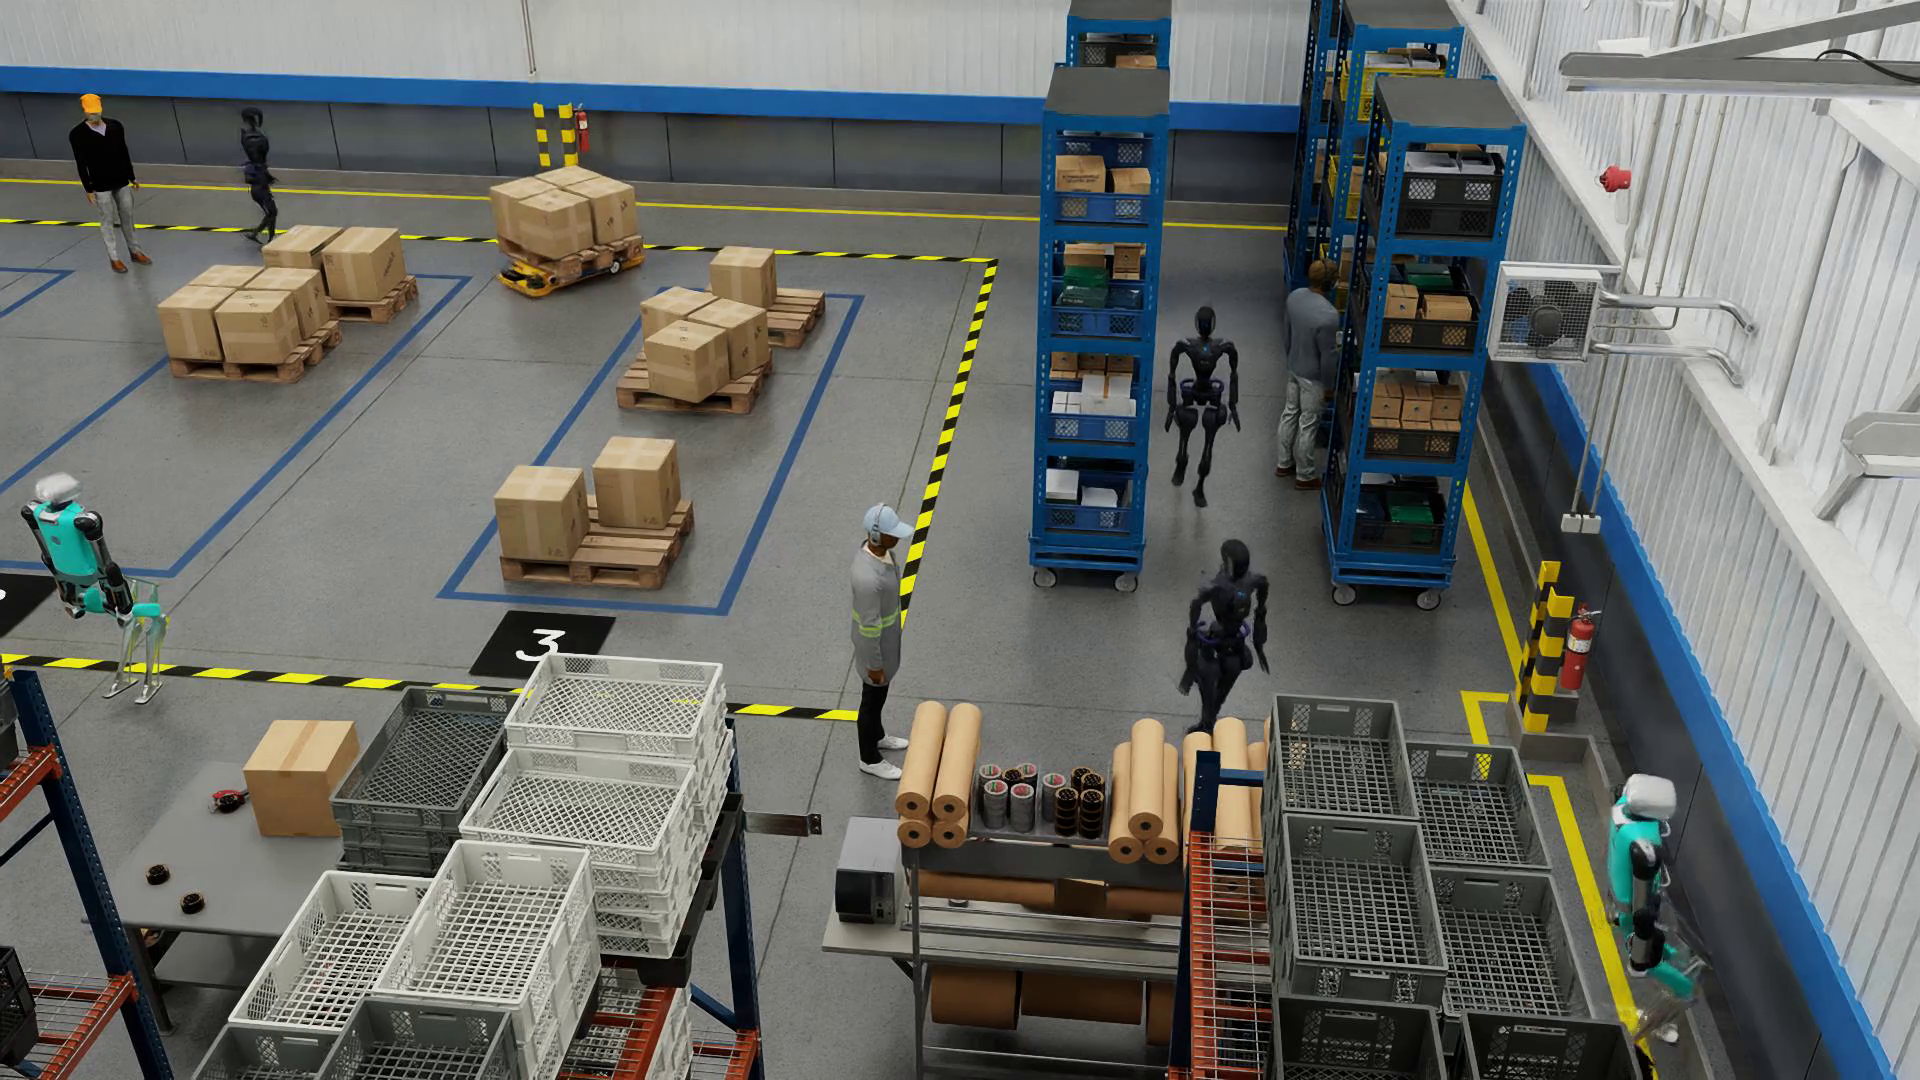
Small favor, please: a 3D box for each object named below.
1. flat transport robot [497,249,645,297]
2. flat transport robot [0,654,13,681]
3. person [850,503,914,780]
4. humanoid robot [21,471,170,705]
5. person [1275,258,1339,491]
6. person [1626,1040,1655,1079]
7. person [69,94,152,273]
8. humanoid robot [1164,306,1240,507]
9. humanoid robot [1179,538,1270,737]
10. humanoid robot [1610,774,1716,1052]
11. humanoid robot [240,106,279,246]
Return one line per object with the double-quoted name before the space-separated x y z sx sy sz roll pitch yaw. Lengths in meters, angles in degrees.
"flat transport robot" -4.135 -2.945 17.705 0.652 0.197 1.431 25 38 36
"flat transport robot" -7.142 0.969 11.010 1.431 0.231 0.659 3 30 6
"person" -0.459 0.597 10.074 0.395 1.849 0.596 3 30 5
"humanoid robot" -5.413 0.253 10.650 0.533 1.673 0.735 9 31 15
"person" 2.799 -1.330 13.299 0.372 1.940 0.626 -12 32 -20
"person" 2.363 2.749 6.324 0.624 1.924 0.703 -4 30 -7
"person" -8.962 -3.772 17.548 0.381 1.880 0.589 19 35 29
"humanoid robot" 1.914 -1.076 13.125 0.588 1.649 0.432 2 30 3
"humanoid robot" 1.633 0.713 10.081 0.596 1.630 0.755 -12 32 -20
"humanoid robot" 3.432 1.878 7.990 0.847 1.777 0.615 4 31 8
"humanoid robot" -7.601 -3.881 17.951 0.479 1.630 0.617 -7 31 -12
